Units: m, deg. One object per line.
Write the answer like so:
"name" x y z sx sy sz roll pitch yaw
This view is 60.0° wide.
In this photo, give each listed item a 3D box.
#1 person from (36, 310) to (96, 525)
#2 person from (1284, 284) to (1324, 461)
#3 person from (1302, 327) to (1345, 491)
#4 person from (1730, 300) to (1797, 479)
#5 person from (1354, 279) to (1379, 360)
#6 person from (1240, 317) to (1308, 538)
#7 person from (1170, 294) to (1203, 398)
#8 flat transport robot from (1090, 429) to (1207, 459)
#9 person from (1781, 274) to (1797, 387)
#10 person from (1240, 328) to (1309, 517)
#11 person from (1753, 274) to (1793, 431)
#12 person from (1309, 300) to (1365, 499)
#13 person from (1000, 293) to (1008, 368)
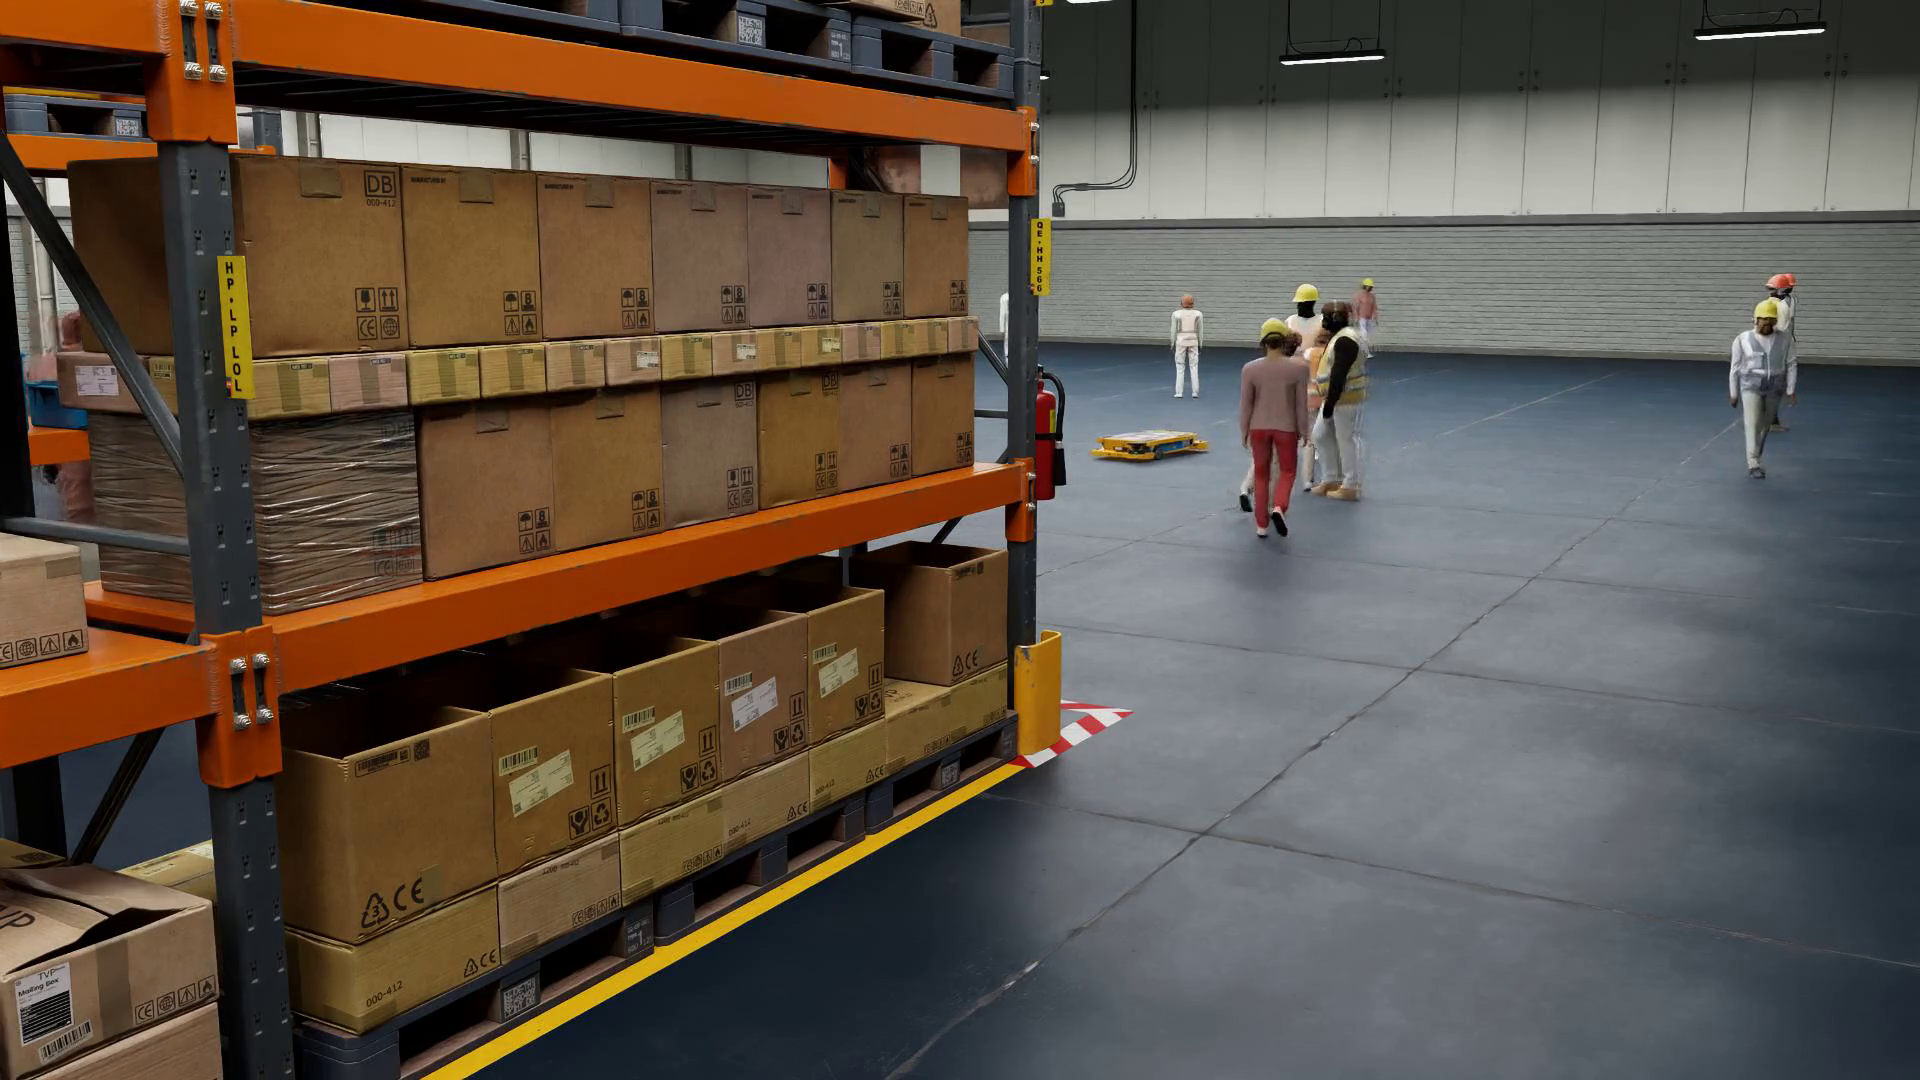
"person" -5.493 -0.530 10.703 0.678 1.874 0.870 7 12 37
"person" 3.775 -1.819 18.129 0.589 1.924 0.384 7 12 36
"person" 3.502 -1.280 15.923 0.528 1.594 0.805 6 11 30
"person" 8.171 -1.548 16.954 0.588 1.796 0.935 2 10 10
"person" 8.816 -4.770 35.942 0.548 1.728 0.743 -5 11 -28
"person" 2.453 -0.866 13.052 0.539 1.749 0.444 3 10 15
"person" 3.561 -3.043 26.129 0.523 1.638 0.310 -1 10 -4
"flat transport robot" 2.121 -1.076 18.614 0.652 0.197 1.431 8 12 38
"person" 13.641 -3.439 27.577 0.551 1.935 0.375 -3 10 -19
"person" 2.678 -0.986 14.157 0.522 1.620 0.464 9 13 41
"person" 10.404 -2.394 21.292 0.390 1.993 0.619 -2 10 -10
"person" 3.430 -1.277 15.248 0.569 1.819 0.643 0 10 2
"person" 0.997 -3.796 29.886 0.577 1.872 0.413 -1 10 -4
